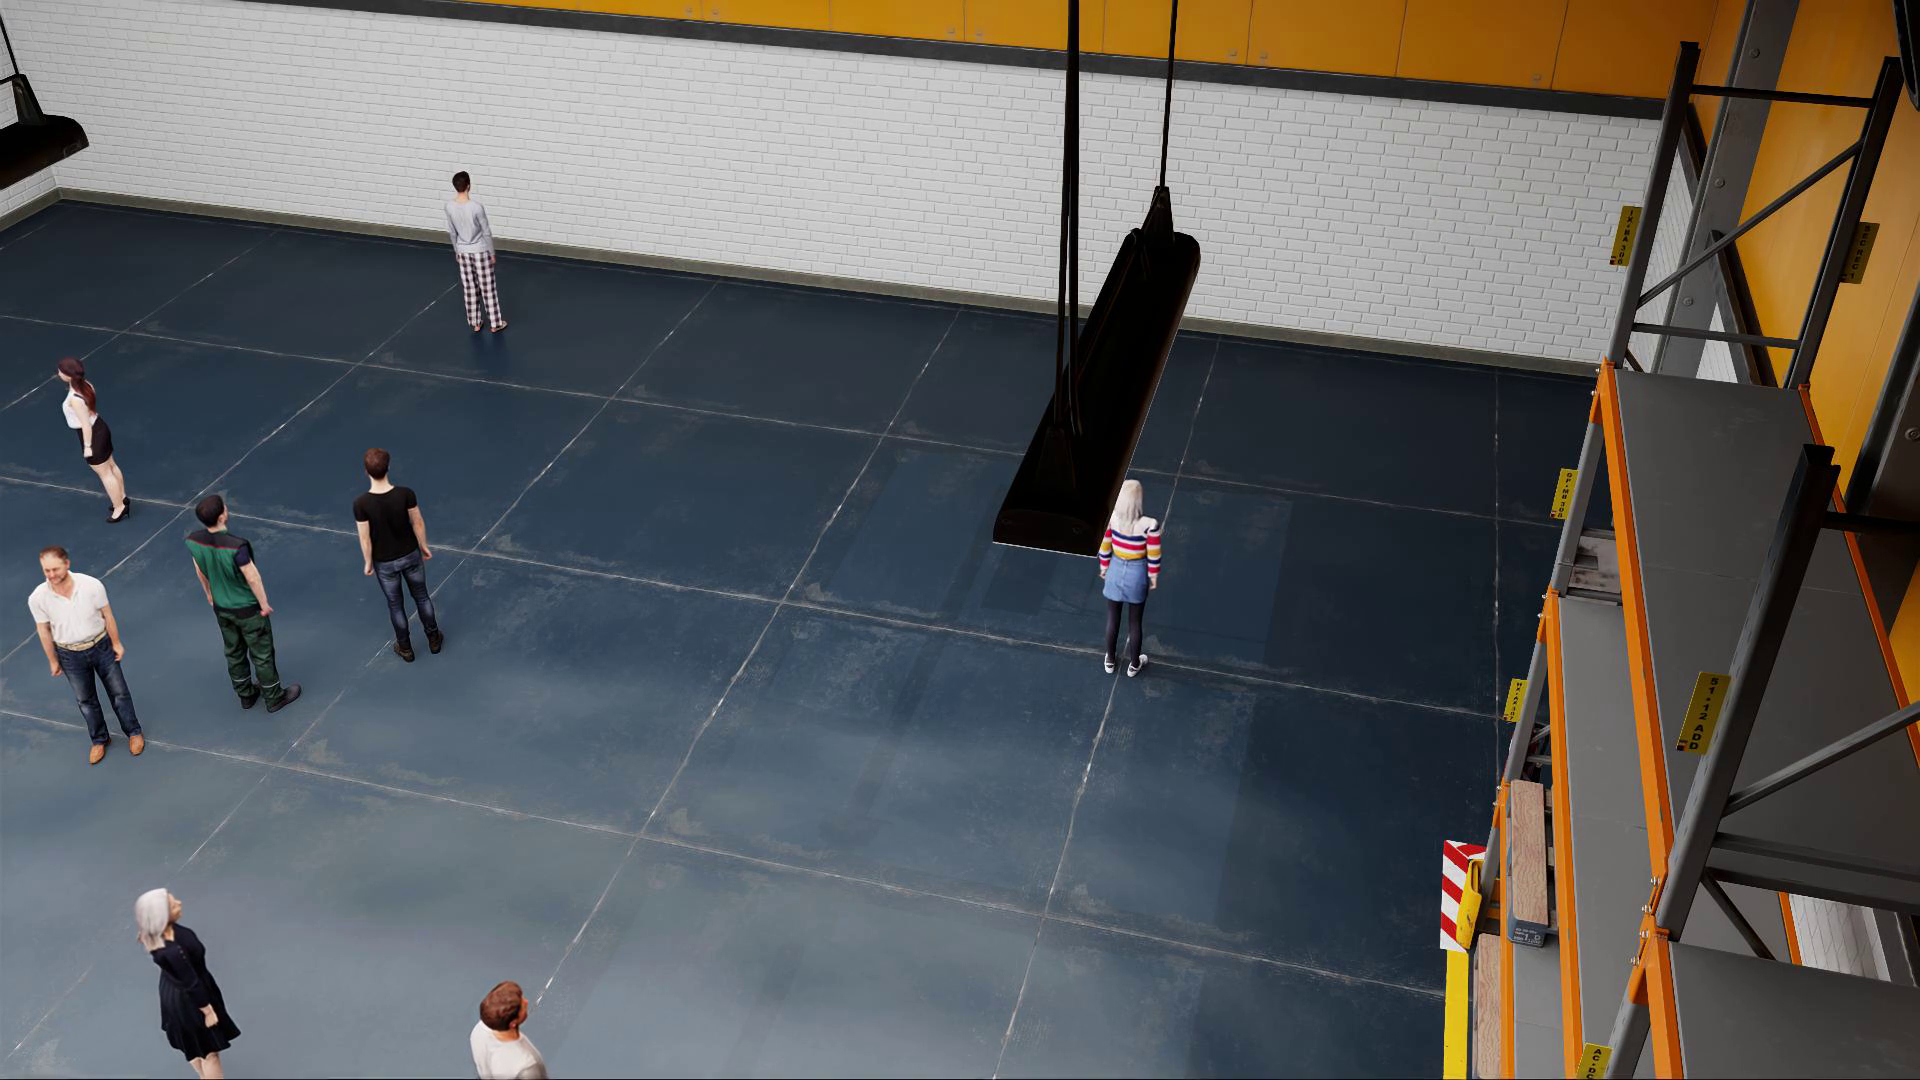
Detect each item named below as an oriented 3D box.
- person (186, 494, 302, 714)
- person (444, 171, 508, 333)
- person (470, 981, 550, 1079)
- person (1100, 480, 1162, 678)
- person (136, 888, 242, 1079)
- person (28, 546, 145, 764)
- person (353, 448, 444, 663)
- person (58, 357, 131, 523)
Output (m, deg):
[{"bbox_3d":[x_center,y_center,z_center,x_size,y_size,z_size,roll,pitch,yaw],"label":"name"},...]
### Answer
[{"bbox_3d":[-5.564,0.485,12.807,0.677,1.899,0.547,9,35,13],"label":"person"},{"bbox_3d":[-5.364,-3.171,18.354,0.648,1.847,0.566,4,34,7],"label":"person"},{"bbox_3d":[-2.341,3.078,8.903,0.748,1.902,0.725,25,41,33],"label":"person"},{"bbox_3d":[1.326,0.293,13.177,0.665,1.809,0.535,11,35,16],"label":"person"},{"bbox_3d":[-4.454,2.672,9.654,0.697,1.746,0.720,29,43,36],"label":"person"},{"bbox_3d":[-6.493,0.805,12.365,0.752,1.855,0.772,-12,35,-17],"label":"person"},{"bbox_3d":[-4.521,0.127,13.349,0.752,1.895,0.805,-17,37,-24],"label":"person"},{"bbox_3d":[-7.885,-0.921,15.149,0.691,1.649,0.593,-9,35,-13],"label":"person"}]
